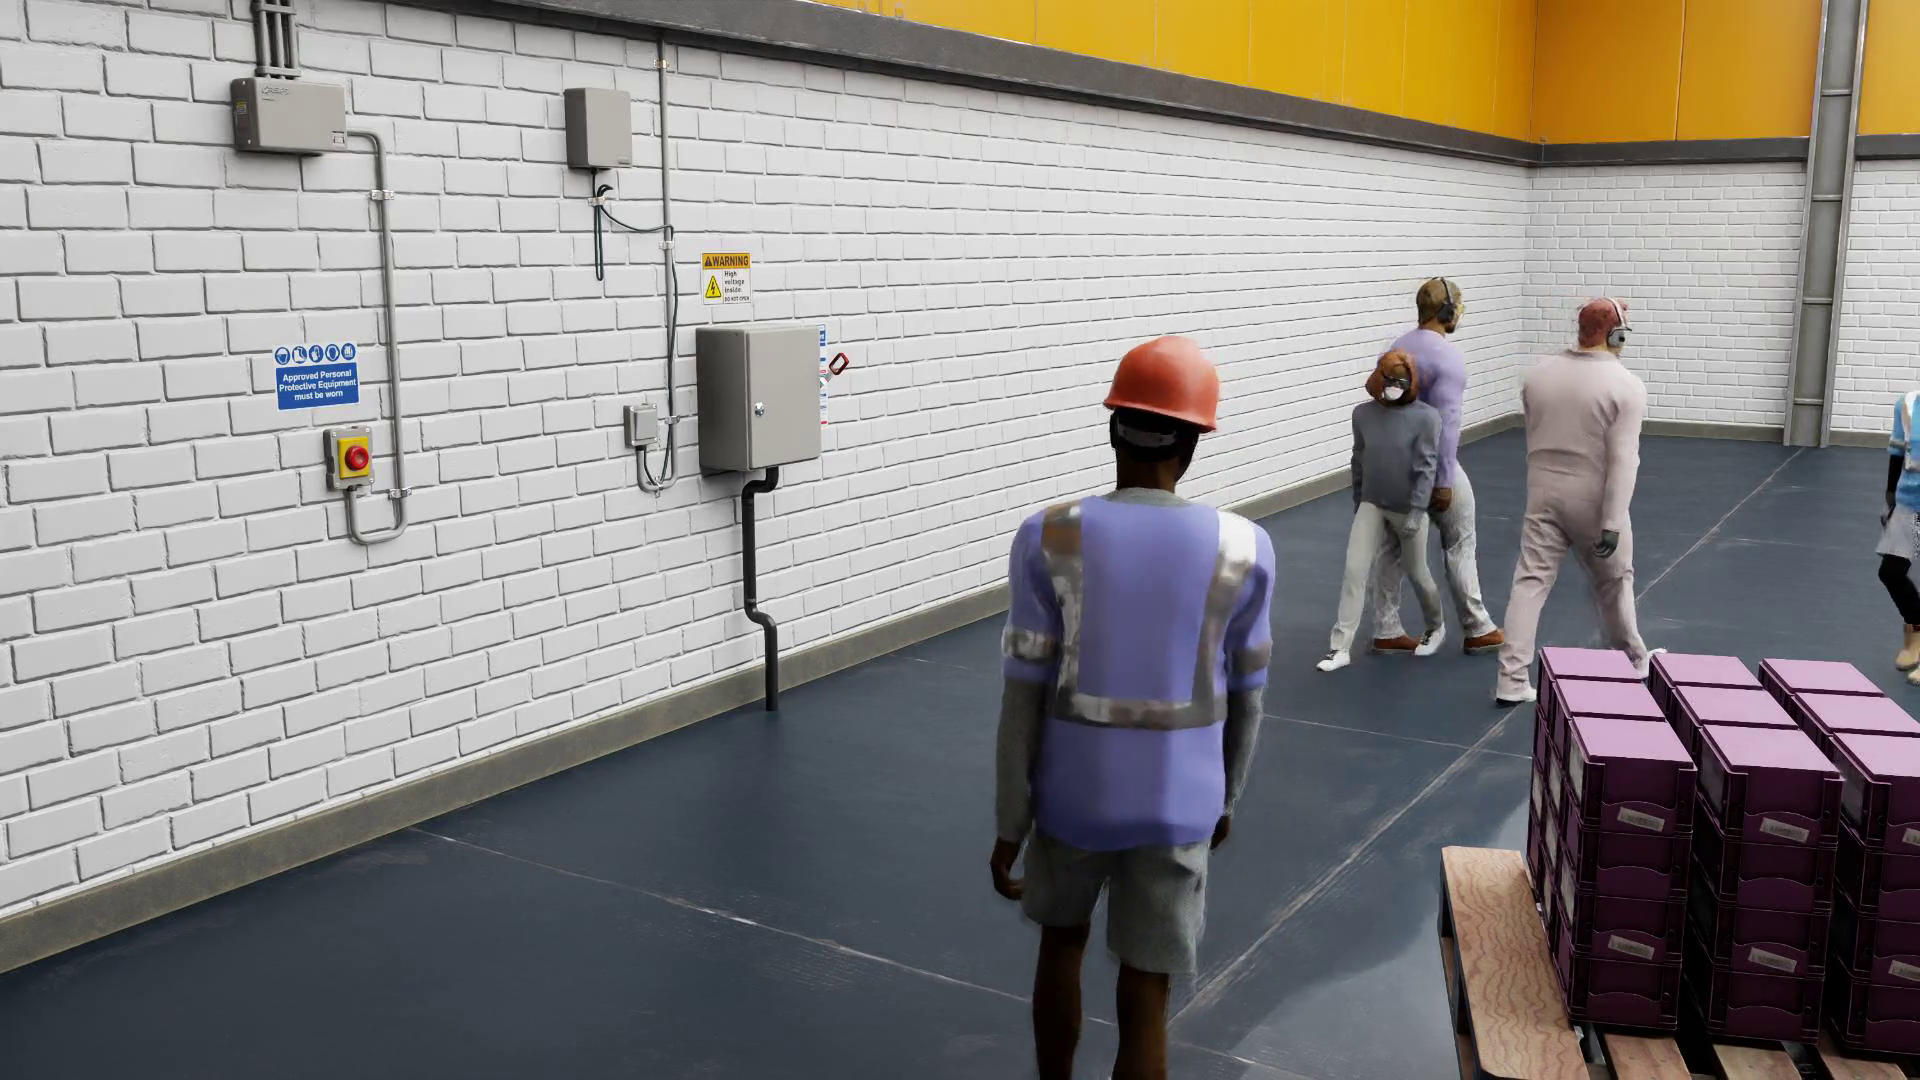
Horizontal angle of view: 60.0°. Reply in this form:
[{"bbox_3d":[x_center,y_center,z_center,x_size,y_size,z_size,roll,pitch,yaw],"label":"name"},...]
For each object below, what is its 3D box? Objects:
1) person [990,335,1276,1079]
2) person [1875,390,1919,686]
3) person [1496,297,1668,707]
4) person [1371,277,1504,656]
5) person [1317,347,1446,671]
[{"bbox_3d":[0.353,0.528,3.510,0.563,1.903,0.726,1,10,4],"label":"person"},{"bbox_3d":[4.597,-0.141,7.813,0.368,1.682,0.554,-8,13,-37],"label":"person"},{"bbox_3d":[2.857,-0.174,7.592,1.041,1.842,0.639,-8,13,-36],"label":"person"},{"bbox_3d":[2.465,-0.357,8.399,0.854,1.911,0.649,-3,11,-18],"label":"person"},{"bbox_3d":[2.163,-0.167,8.237,0.496,1.591,0.830,9,14,41],"label":"person"}]
